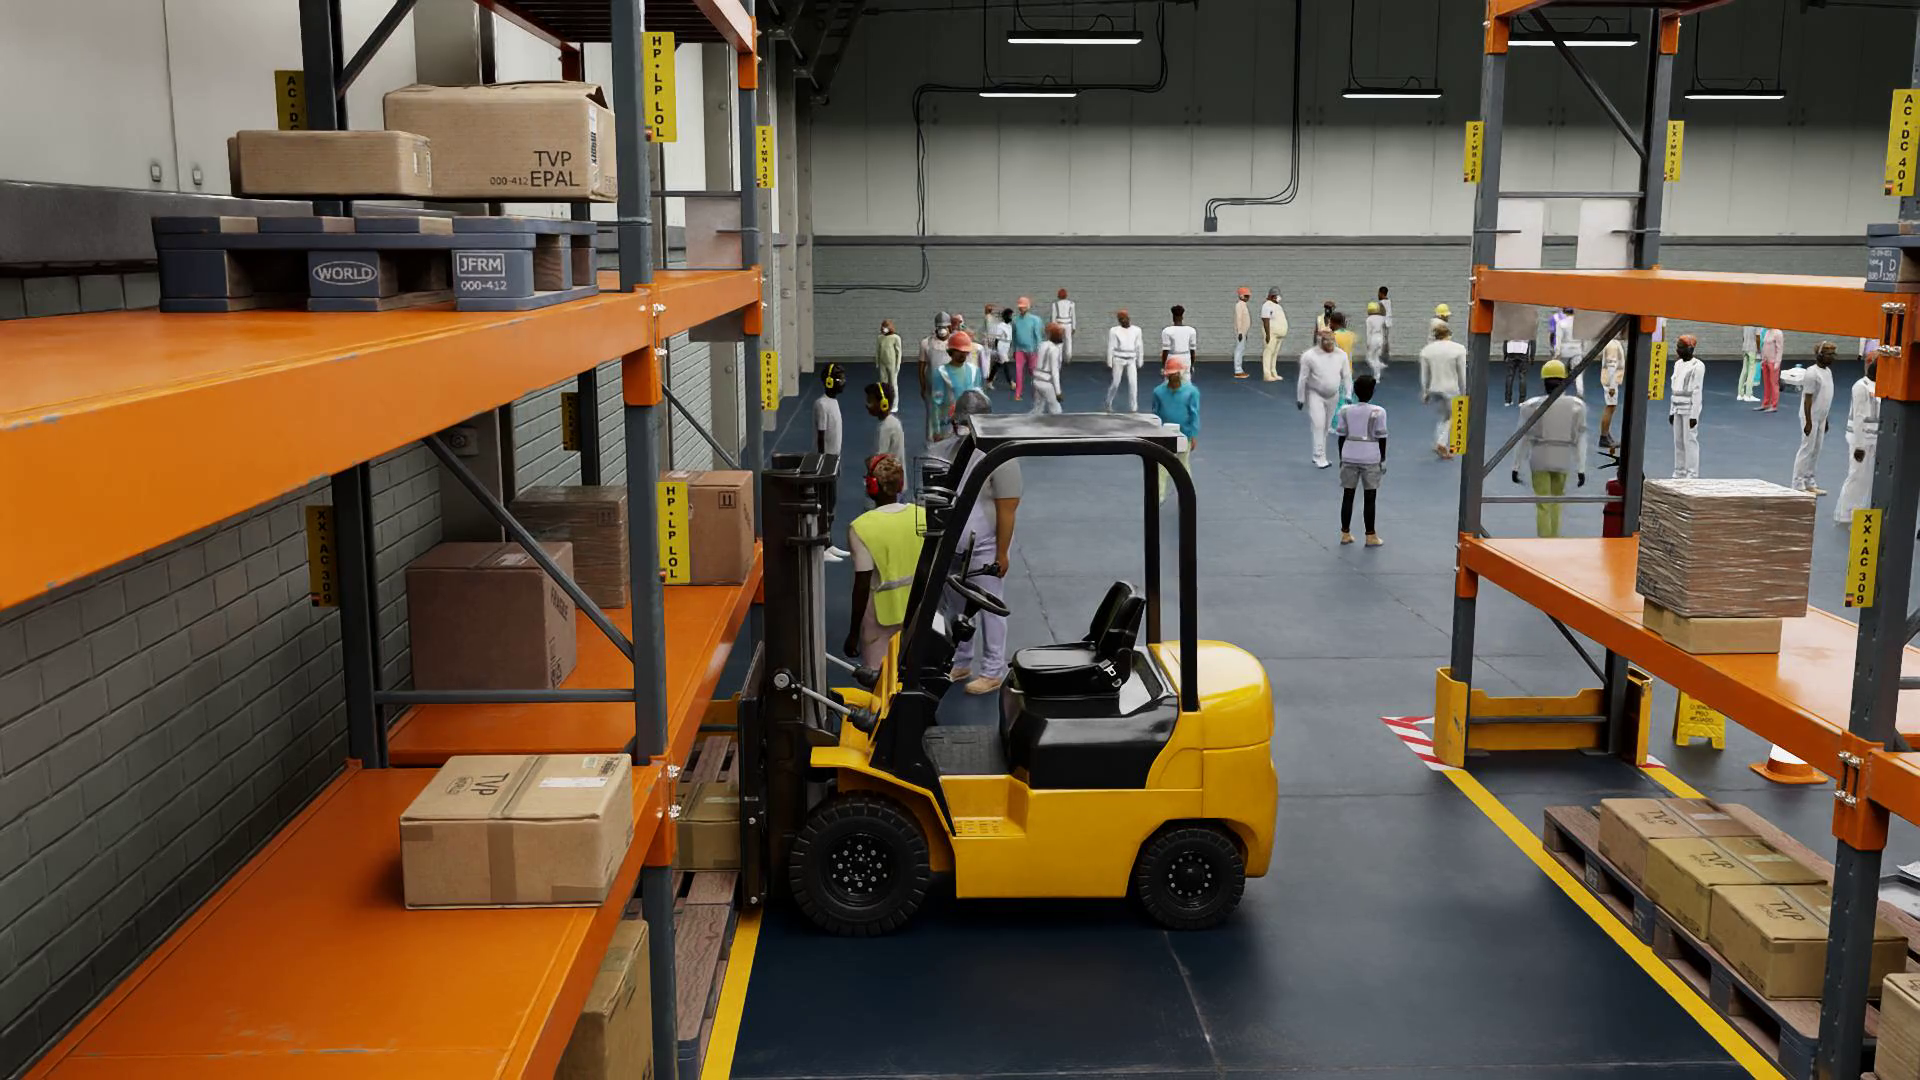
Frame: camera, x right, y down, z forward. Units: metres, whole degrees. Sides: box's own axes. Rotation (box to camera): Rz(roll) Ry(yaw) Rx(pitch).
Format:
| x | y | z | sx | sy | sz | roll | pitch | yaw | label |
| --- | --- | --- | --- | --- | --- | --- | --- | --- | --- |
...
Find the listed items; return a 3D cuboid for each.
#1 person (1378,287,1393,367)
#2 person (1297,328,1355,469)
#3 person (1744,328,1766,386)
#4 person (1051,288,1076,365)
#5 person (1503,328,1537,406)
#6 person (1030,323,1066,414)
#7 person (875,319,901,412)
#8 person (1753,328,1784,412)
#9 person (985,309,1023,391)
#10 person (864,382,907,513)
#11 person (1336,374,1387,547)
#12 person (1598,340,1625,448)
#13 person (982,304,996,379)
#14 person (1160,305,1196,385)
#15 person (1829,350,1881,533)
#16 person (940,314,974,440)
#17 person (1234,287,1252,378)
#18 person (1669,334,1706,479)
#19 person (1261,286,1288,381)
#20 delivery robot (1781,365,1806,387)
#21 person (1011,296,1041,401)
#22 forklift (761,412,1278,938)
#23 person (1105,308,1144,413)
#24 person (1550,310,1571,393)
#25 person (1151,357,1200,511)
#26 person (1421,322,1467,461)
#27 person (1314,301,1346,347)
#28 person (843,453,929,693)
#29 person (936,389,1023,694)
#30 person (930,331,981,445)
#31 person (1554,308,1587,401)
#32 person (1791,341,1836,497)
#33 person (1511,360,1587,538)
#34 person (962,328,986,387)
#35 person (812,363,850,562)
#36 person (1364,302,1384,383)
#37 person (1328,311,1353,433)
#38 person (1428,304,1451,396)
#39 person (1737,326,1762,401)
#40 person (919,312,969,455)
| x | y | z | sx | sy | sz | roll | pitch | yaw | label |
| --- | --- | --- | --- | --- | --- | --- | --- | --- | --- |
| 10.153 | -5.100 | 39.811 | 0.375 | 1.917 | 0.592 | 5 | 11 | 27 | person |
| 4.854 | -1.864 | 21.986 | 0.643 | 1.850 | 1.006 | -2 | 10 | -13 | person |
| 16.557 | -4.116 | 34.581 | 0.357 | 1.834 | 0.516 | 6 | 12 | 29 | person |
| 2.503 | -5.166 | 40.304 | 0.596 | 1.878 | 0.483 | -1 | 10 | -5 | person |
| 10.183 | -3.385 | 30.299 | 0.584 | 1.911 | 0.392 | 6 | 12 | 29 | person |
| 1.280 | -2.153 | 23.584 | 0.737 | 1.844 | 0.619 | -2 | 10 | -12 | person |
| -1.266 | -3.062 | 29.251 | 0.507 | 1.632 | 0.276 | 6 | 12 | 30 | person |
| 14.249 | -3.127 | 29.246 | 0.324 | 1.769 | 0.523 | 0 | 10 | -2 | person |
| 0.846 | -3.815 | 33.381 | 0.822 | 1.651 | 0.538 | 4 | 11 | 23 | person |
| -0.625 | -0.398 | 13.823 | 0.362 | 1.847 | 0.544 | 0 | 10 | 2 | person |
| 3.950 | -0.777 | 16.346 | 0.529 | 1.697 | 0.321 | 8 | 13 | 39 | person |
| 9.526 | -2.296 | 24.193 | 0.388 | 1.924 | 0.549 | 4 | 11 | 23 | person |
| 0.632 | -4.337 | 36.369 | 0.317 | 1.629 | 0.508 | 0 | 10 | -1 | person |
| 3.550 | -2.846 | 27.124 | 0.612 | 1.962 | 0.363 | -3 | 11 | -19 | person |
| 9.333 | -1.013 | 17.174 | 0.612 | 1.886 | 0.454 | -10 | 14 | -43 | person |
| -0.068 | -2.443 | 25.081 | 0.652 | 1.899 | 0.398 | 6 | 12 | 30 | person |
| 6.233 | -4.587 | 36.743 | 0.376 | 1.995 | 0.608 | 3 | 11 | 18 | person |
| 8.797 | -1.550 | 20.171 | 0.355 | 1.876 | 0.574 | -1 | 10 | -5 | person |
| 6.799 | -4.457 | 35.892 | 0.537 | 2.000 | 0.679 | 6 | 12 | 32 | person |
| 16.580 | -3.228 | 32.923 | 0.477 | 0.478 | 0.707 | -1 | 10 | -4 | delivery robot |
| 1.277 | -3.649 | 31.613 | 0.614 | 1.969 | 0.905 | 4 | 11 | 20 | person |
| 0.291 | 0.548 | 7.580 | 2.313 | 2.155 | 1.214 | 0 | 10 | -2 | forklift |
| 2.843 | -3.065 | 28.673 | 0.626 | 1.859 | 0.841 | -1 | 10 | -7 | person |
| 12.042 | -3.911 | 33.111 | 0.608 | 1.950 | 0.689 | 1 | 10 | 8 | person |
| 2.357 | -1.155 | 18.411 | 0.567 | 1.713 | 0.858 | 3 | 11 | 18 | person |
| 6.588 | -2.005 | 22.597 | 0.498 | 1.906 | 0.692 | -8 | 13 | -38 | person |
| 7.180 | -3.738 | 32.438 | 0.635 | 1.842 | 0.429 | 8 | 13 | 36 | person |
| -0.382 | 0.449 | 9.095 | 0.389 | 1.848 | 0.563 | 10 | 14 | 44 | person |
| 0.068 | -0.001 | 11.065 | 0.535 | 2.000 | 0.683 | -9 | 13 | -40 | person |
| -0.025 | -1.249 | 18.064 | 0.616 | 2.035 | 0.422 | -8 | 13 | -38 | person |
| 11.335 | -3.472 | 30.795 | 0.626 | 1.912 | 0.930 | -1 | 10 | -3 | person |
| 10.012 | -1.404 | 19.470 | 0.505 | 1.839 | 0.340 | -8 | 13 | -39 | person |
| 5.428 | -0.716 | 15.428 | 0.619 | 1.896 | 0.807 | 0 | 10 | 2 | person |
| 0.148 | -2.581 | 26.643 | 0.529 | 1.608 | 0.610 | -1 | 10 | -3 | person |
| -1.220 | -0.724 | 15.611 | 0.327 | 1.861 | 0.510 | 2 | 10 | 9 | person |
| 8.798 | -4.194 | 35.344 | 0.490 | 1.718 | 0.432 | -5 | 12 | -28 | person |
| 5.907 | -2.620 | 26.020 | 0.603 | 1.903 | 0.462 | -10 | 14 | -44 | person |
| 9.295 | -3.670 | 32.228 | 0.447 | 1.799 | 0.686 | 3 | 11 | 17 | person |
| 14.878 | -3.532 | 31.246 | 0.327 | 1.863 | 0.511 | -2 | 10 | -8 | person |
| -0.226 | -2.121 | 22.874 | 0.684 | 2.000 | 0.535 | 0 | 10 | 2 | person |
